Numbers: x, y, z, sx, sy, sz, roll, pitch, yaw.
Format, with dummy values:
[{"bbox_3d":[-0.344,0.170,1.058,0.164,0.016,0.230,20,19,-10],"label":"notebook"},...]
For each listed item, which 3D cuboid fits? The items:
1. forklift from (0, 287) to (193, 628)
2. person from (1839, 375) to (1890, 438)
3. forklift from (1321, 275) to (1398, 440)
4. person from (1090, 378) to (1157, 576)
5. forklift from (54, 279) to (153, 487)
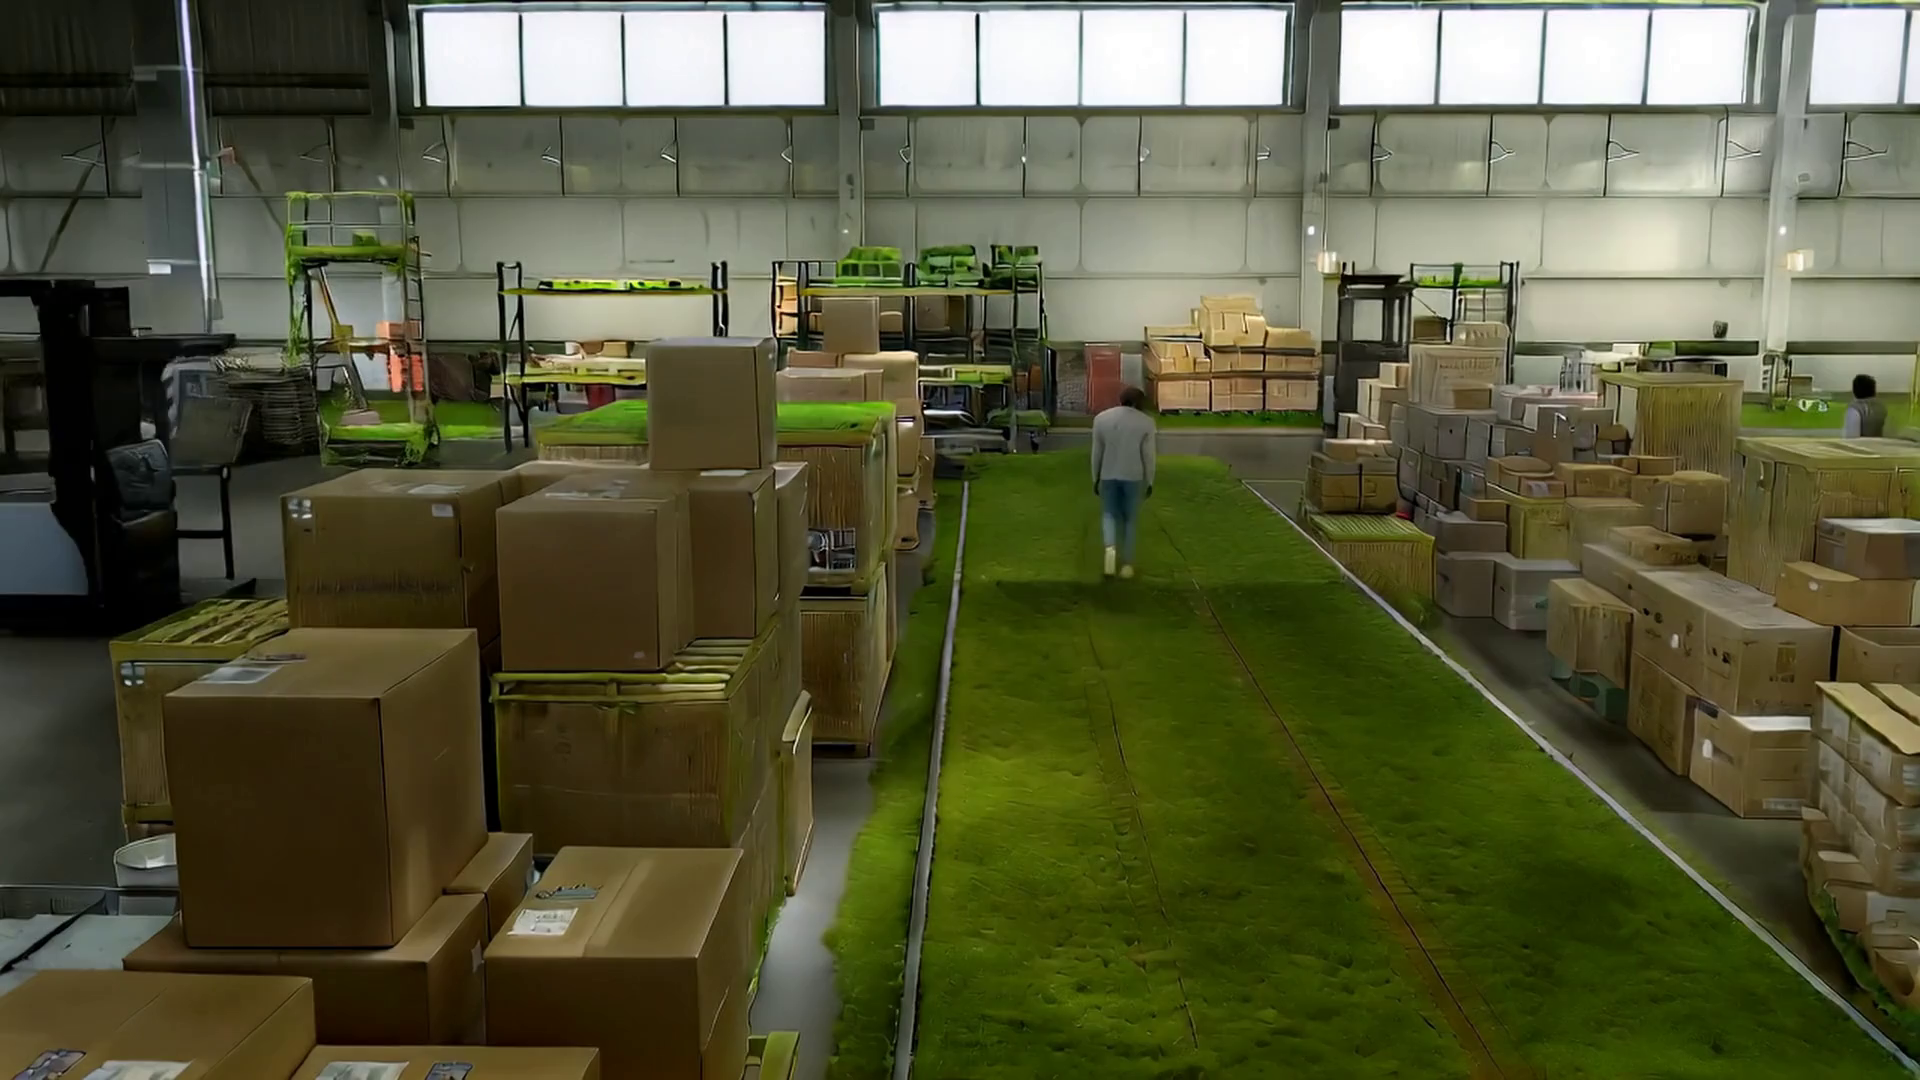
[{"bbox_3d":[-7.256,-0.719,13.944,1.873,2.768,1.129,0,9,1],"label":"forklift"},{"bbox_3d":[9.914,-0.928,18.443,0.643,1.787,0.974,-3,10,-20],"label":"person"},{"bbox_3d":[6.860,-3.100,28.206,1.129,2.768,1.873,0,9,1],"label":"forklift"},{"bbox_3d":[1.572,-0.586,15.995,0.644,1.925,0.502,2,10,9],"label":"person"},{"bbox_3d":[-10.931,-1.845,20.689,1.873,2.768,1.129,-4,10,-25],"label":"forklift"}]
